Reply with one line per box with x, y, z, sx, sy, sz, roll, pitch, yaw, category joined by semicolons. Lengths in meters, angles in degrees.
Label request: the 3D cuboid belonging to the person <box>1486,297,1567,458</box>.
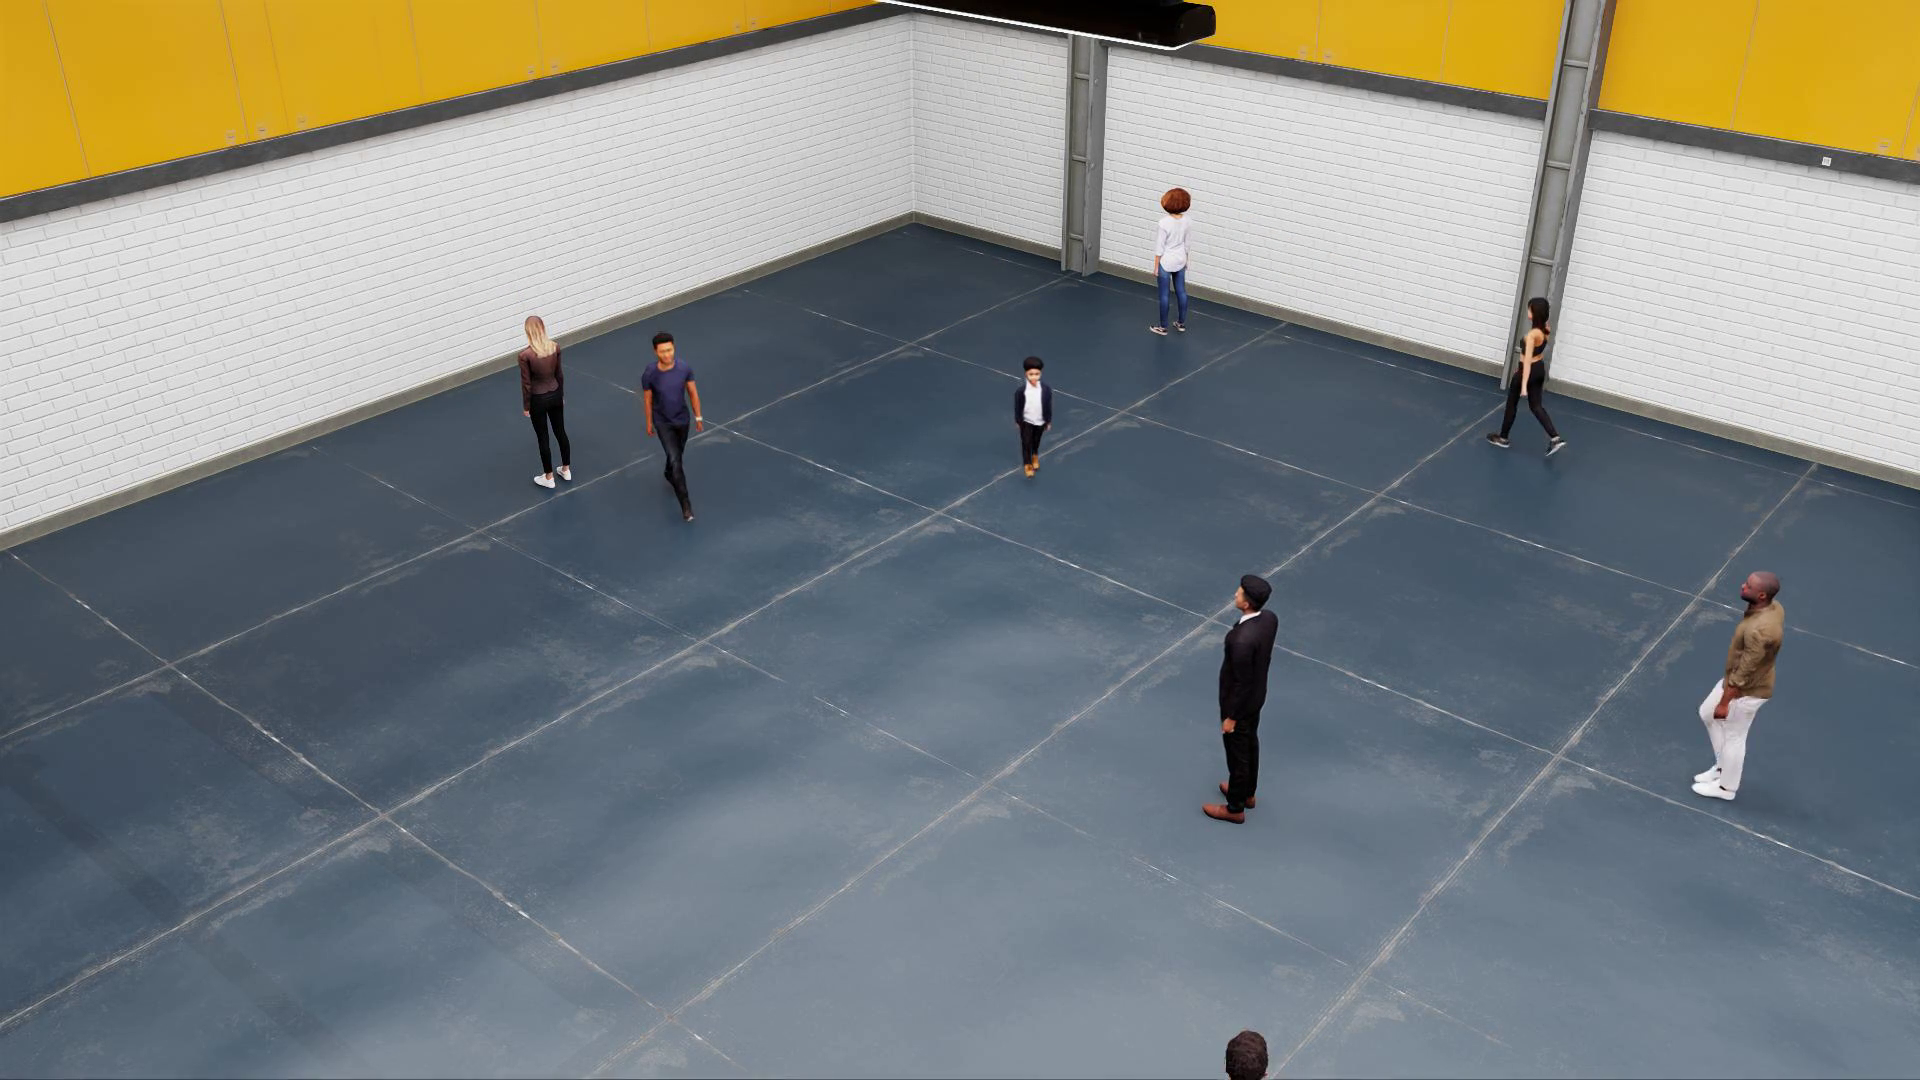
5.676;-1.580;16.336;0.653;1.622;1.080;-22;36;-35;person

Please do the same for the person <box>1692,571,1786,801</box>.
5.430;1.025;11.359;0.751;1.815;0.817;12;31;21;person

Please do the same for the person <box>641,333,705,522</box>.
-2.678;-1.118;15.369;1.020;1.737;1.295;-13;31;-23;person

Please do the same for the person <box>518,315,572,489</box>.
-3.932;-1.320;15.773;0.499;1.704;0.605;23;36;36;person

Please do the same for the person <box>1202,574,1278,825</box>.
1.922;1.065;11.215;0.605;1.883;0.736;16;32;26;person

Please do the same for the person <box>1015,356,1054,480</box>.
0.703;-1.217;16.117;0.816;1.195;0.883;-3;29;-5;person

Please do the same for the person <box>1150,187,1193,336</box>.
2.467;-3.239;19.284;0.728;1.712;0.738;-12;31;-21;person
